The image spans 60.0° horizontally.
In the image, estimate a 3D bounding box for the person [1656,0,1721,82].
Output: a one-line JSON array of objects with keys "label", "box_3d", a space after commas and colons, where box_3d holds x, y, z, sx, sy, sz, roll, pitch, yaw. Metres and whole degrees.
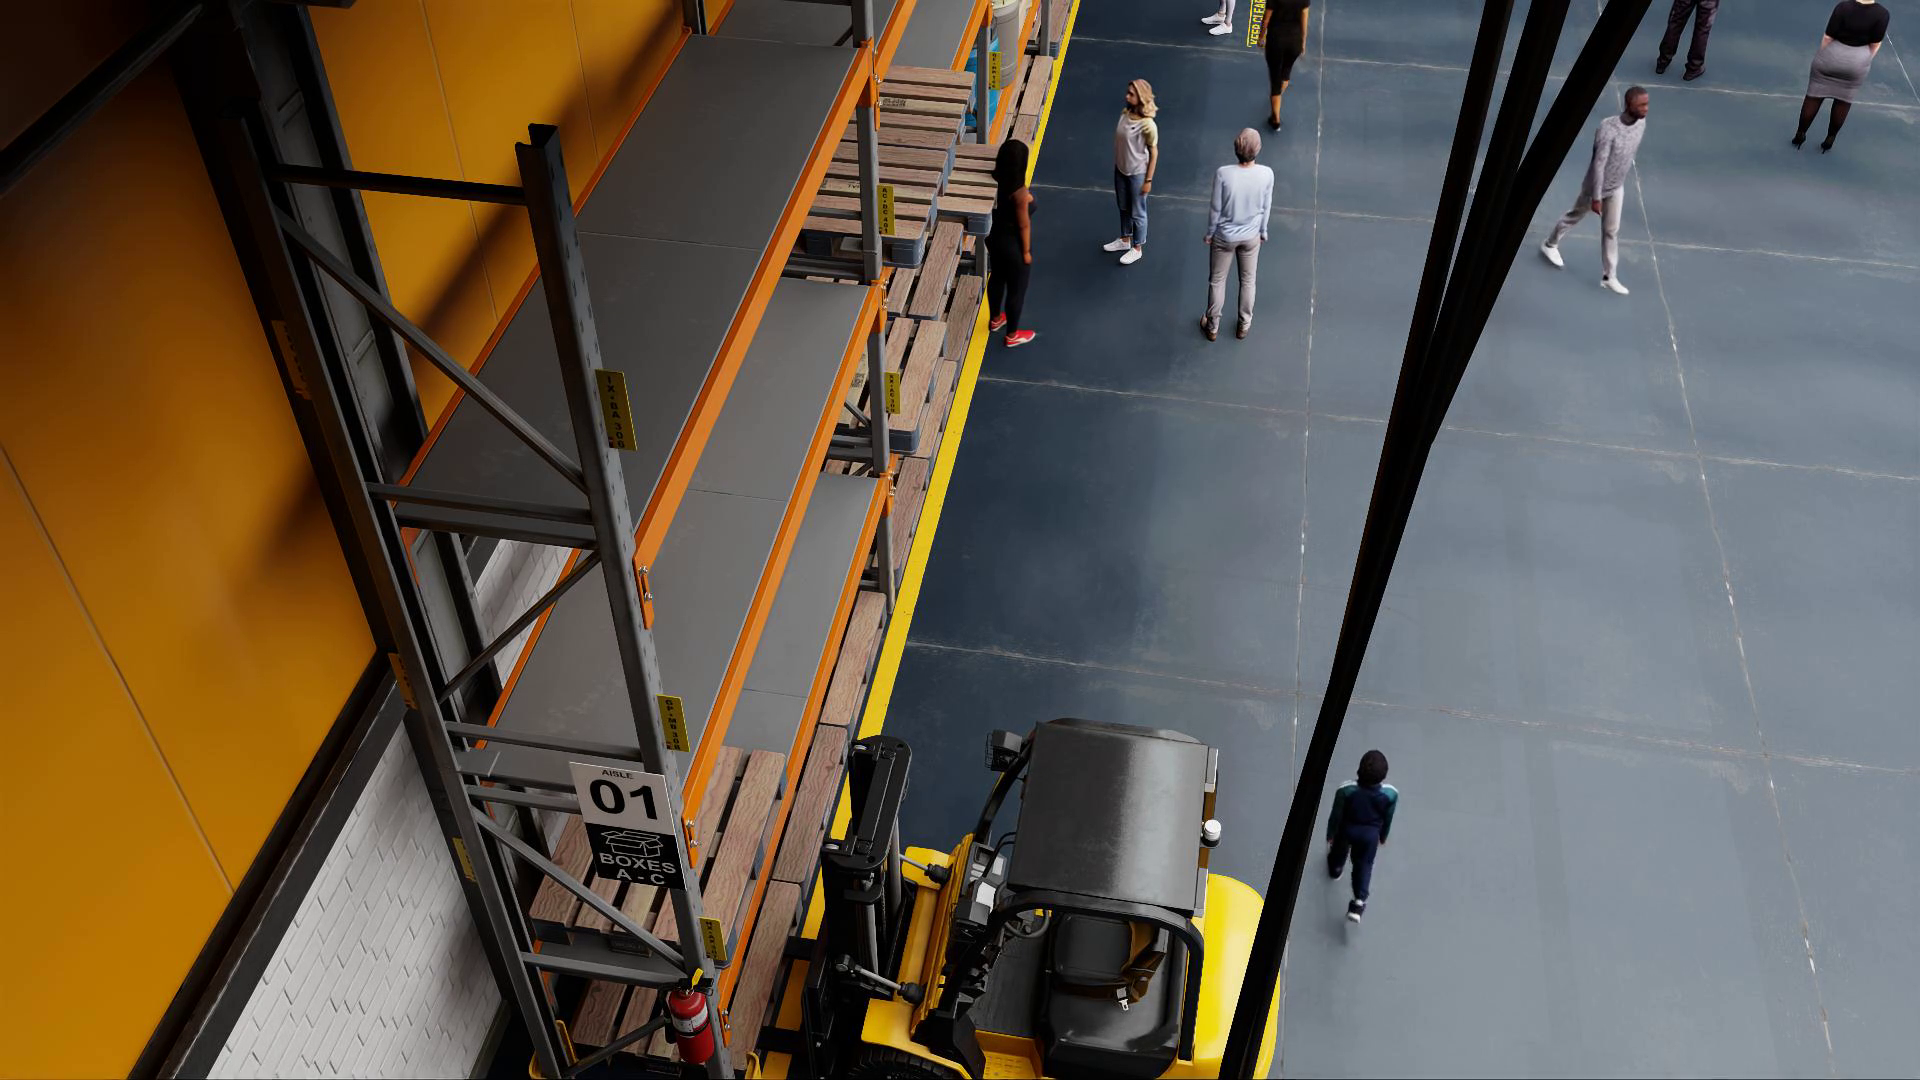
[{"label": "person", "box_3d": [7.451, -5.574, 16.675, 0.777, 1.914, 0.763, 28, 50, 27]}]

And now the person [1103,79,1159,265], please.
[{"label": "person", "box_3d": [1.493, -3.168, 14.289, 0.763, 1.722, 0.693, -24, 49, -23]}]

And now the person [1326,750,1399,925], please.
[{"label": "person", "box_3d": [2.285, 1.689, 9.538, 0.530, 1.242, 0.837, 5, 44, 5]}]

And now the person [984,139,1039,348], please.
[{"label": "person", "box_3d": [0.392, -2.402, 13.416, 0.827, 1.815, 0.766, -26, 49, -24]}]

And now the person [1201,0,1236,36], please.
[{"label": "person", "box_3d": [2.826, -6.162, 17.446, 0.691, 1.703, 0.576, -5, 44, -6]}]

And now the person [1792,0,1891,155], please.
[{"label": "person", "box_3d": [8.300, -4.478, 15.635, 0.721, 1.760, 0.691, 16, 46, 17]}]

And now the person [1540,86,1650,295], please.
[{"label": "person", "box_3d": [5.368, -3.027, 14.091, 1.119, 1.790, 1.286, -17, 46, -17]}]

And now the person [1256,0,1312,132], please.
[{"label": "person", "box_3d": [3.131, -4.733, 15.989, 0.739, 1.642, 0.994, -3, 44, -3]}]

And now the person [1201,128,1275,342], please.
[{"label": "person", "box_3d": [2.231, -2.454, 13.416, 0.712, 1.892, 0.627, 0, 44, 0]}]
